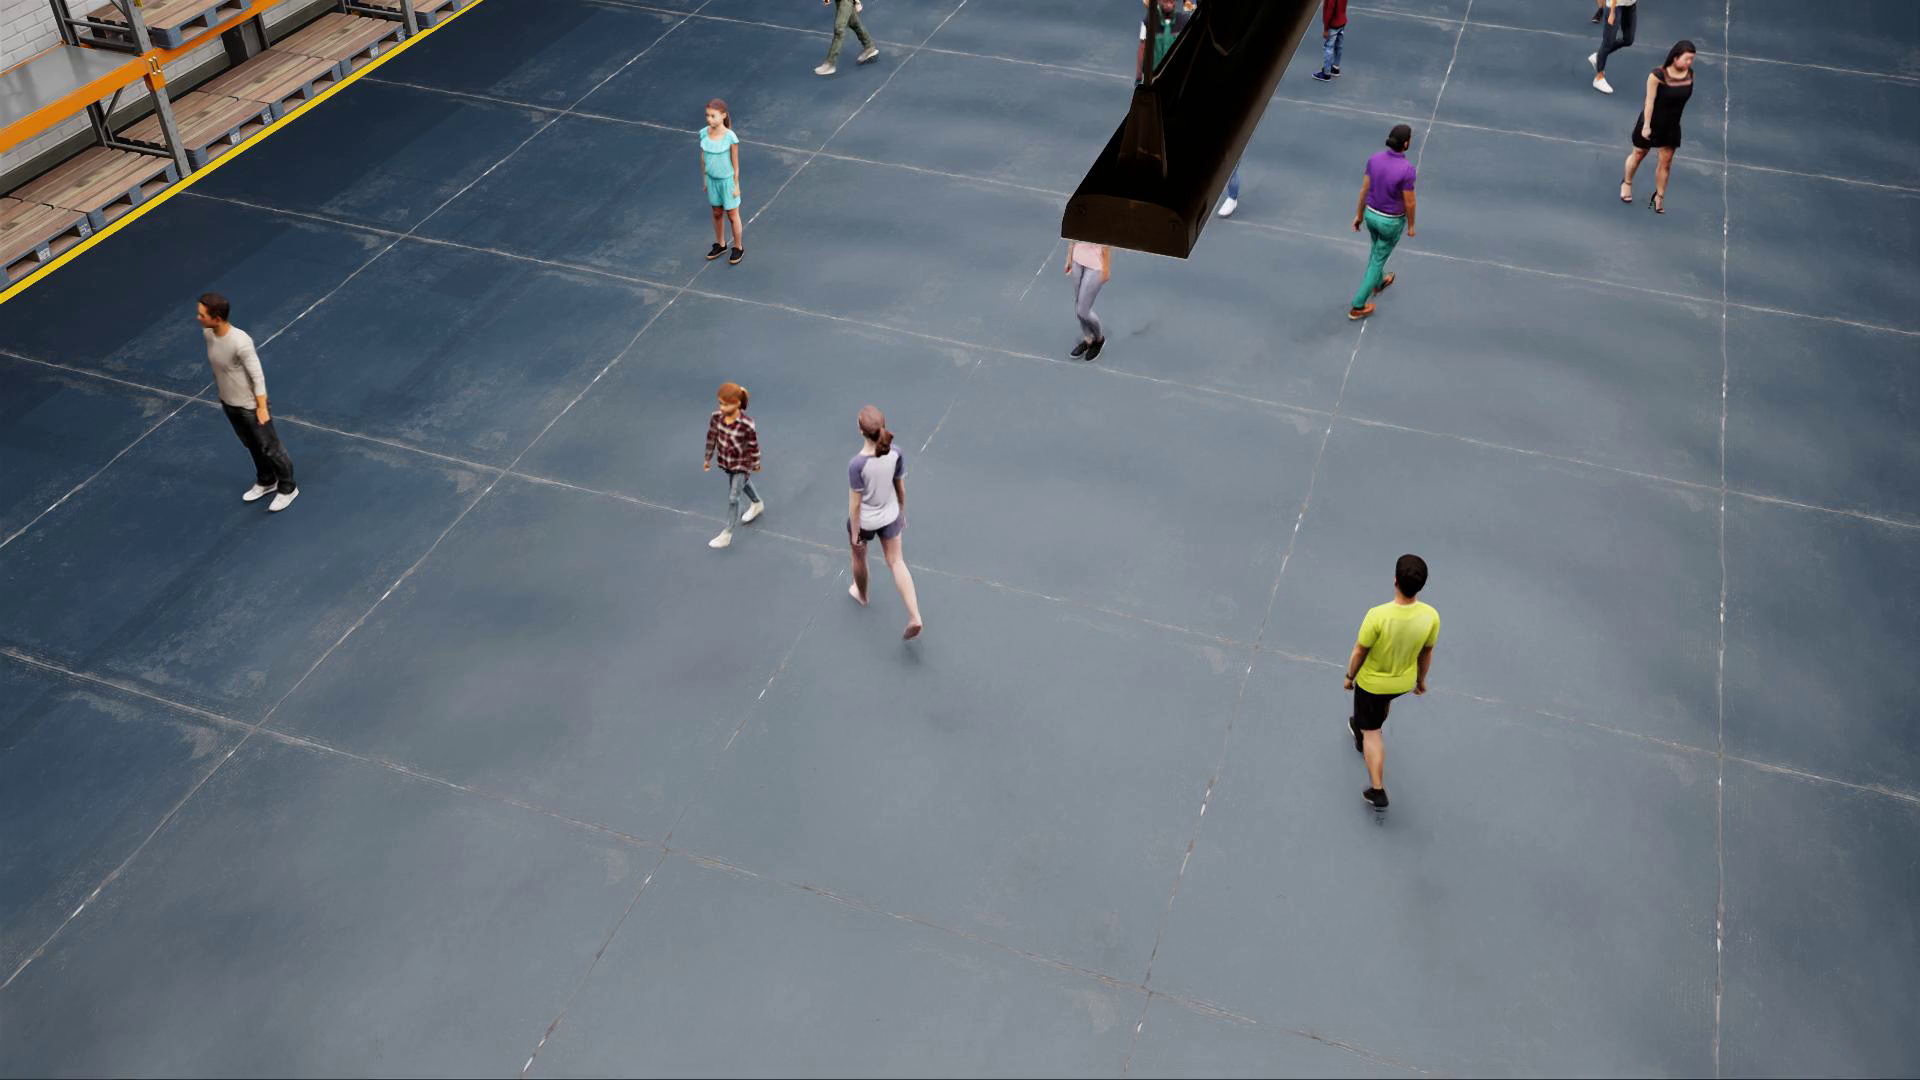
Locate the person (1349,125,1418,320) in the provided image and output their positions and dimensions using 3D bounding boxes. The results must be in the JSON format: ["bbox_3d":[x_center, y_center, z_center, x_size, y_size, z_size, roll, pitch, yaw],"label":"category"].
[{"bbox_3d":[3.592,-2.705,14.332,1.105,1.737,0.935,-28,47,-31],"label":"person"}]

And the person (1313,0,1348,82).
[{"bbox_3d":[4.196,-5.765,18.551,0.630,1.253,0.525,30,47,32],"label":"person"}]

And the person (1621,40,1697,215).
[{"bbox_3d":[6.662,-4.024,16.019,0.856,1.693,0.949,-7,39,-8],"label":"person"}]

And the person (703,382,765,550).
[{"bbox_3d":[-1.596,-0.610,12.085,0.662,1.267,0.946,22,44,25],"label":"person"}]

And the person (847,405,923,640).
[{"bbox_3d":[-0.521,-0.093,11.059,1.039,1.741,1.072,-18,42,-21],"label":"person"}]

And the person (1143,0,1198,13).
[{"bbox_3d":[2.424,-7.223,19.981,0.914,1.748,1.059,29,47,31],"label":"person"}]

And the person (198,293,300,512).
[{"bbox_3d":[-5.222,-1.039,12.187,0.693,1.810,0.627,22,44,25],"label":"person"}]

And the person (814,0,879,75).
[{"bbox_3d":[-1.221,-6.078,18.657,1.207,1.610,0.983,-27,46,-30],"label":"person"}]

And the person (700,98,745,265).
[{"bbox_3d":[-2.175,-3.296,15.215,0.551,1.558,0.547,15,41,18],"label":"person"}]

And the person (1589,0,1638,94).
[{"bbox_3d":[7.154,-5.837,18.203,0.810,1.801,0.865,-19,42,-22],"label":"person"}]

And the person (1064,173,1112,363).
[{"bbox_3d":[1.131,-2.310,13.856,0.706,1.714,0.655,-27,46,-30],"label":"person"}]

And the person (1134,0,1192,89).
[{"bbox_3d":[2.031,-4.693,16.786,0.973,1.780,1.274,1,39,1],"label":"person"}]

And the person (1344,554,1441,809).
[{"bbox_3d":[2.567,0.857,9.921,0.956,1.676,1.169,-5,39,-7],"label":"person"}]
